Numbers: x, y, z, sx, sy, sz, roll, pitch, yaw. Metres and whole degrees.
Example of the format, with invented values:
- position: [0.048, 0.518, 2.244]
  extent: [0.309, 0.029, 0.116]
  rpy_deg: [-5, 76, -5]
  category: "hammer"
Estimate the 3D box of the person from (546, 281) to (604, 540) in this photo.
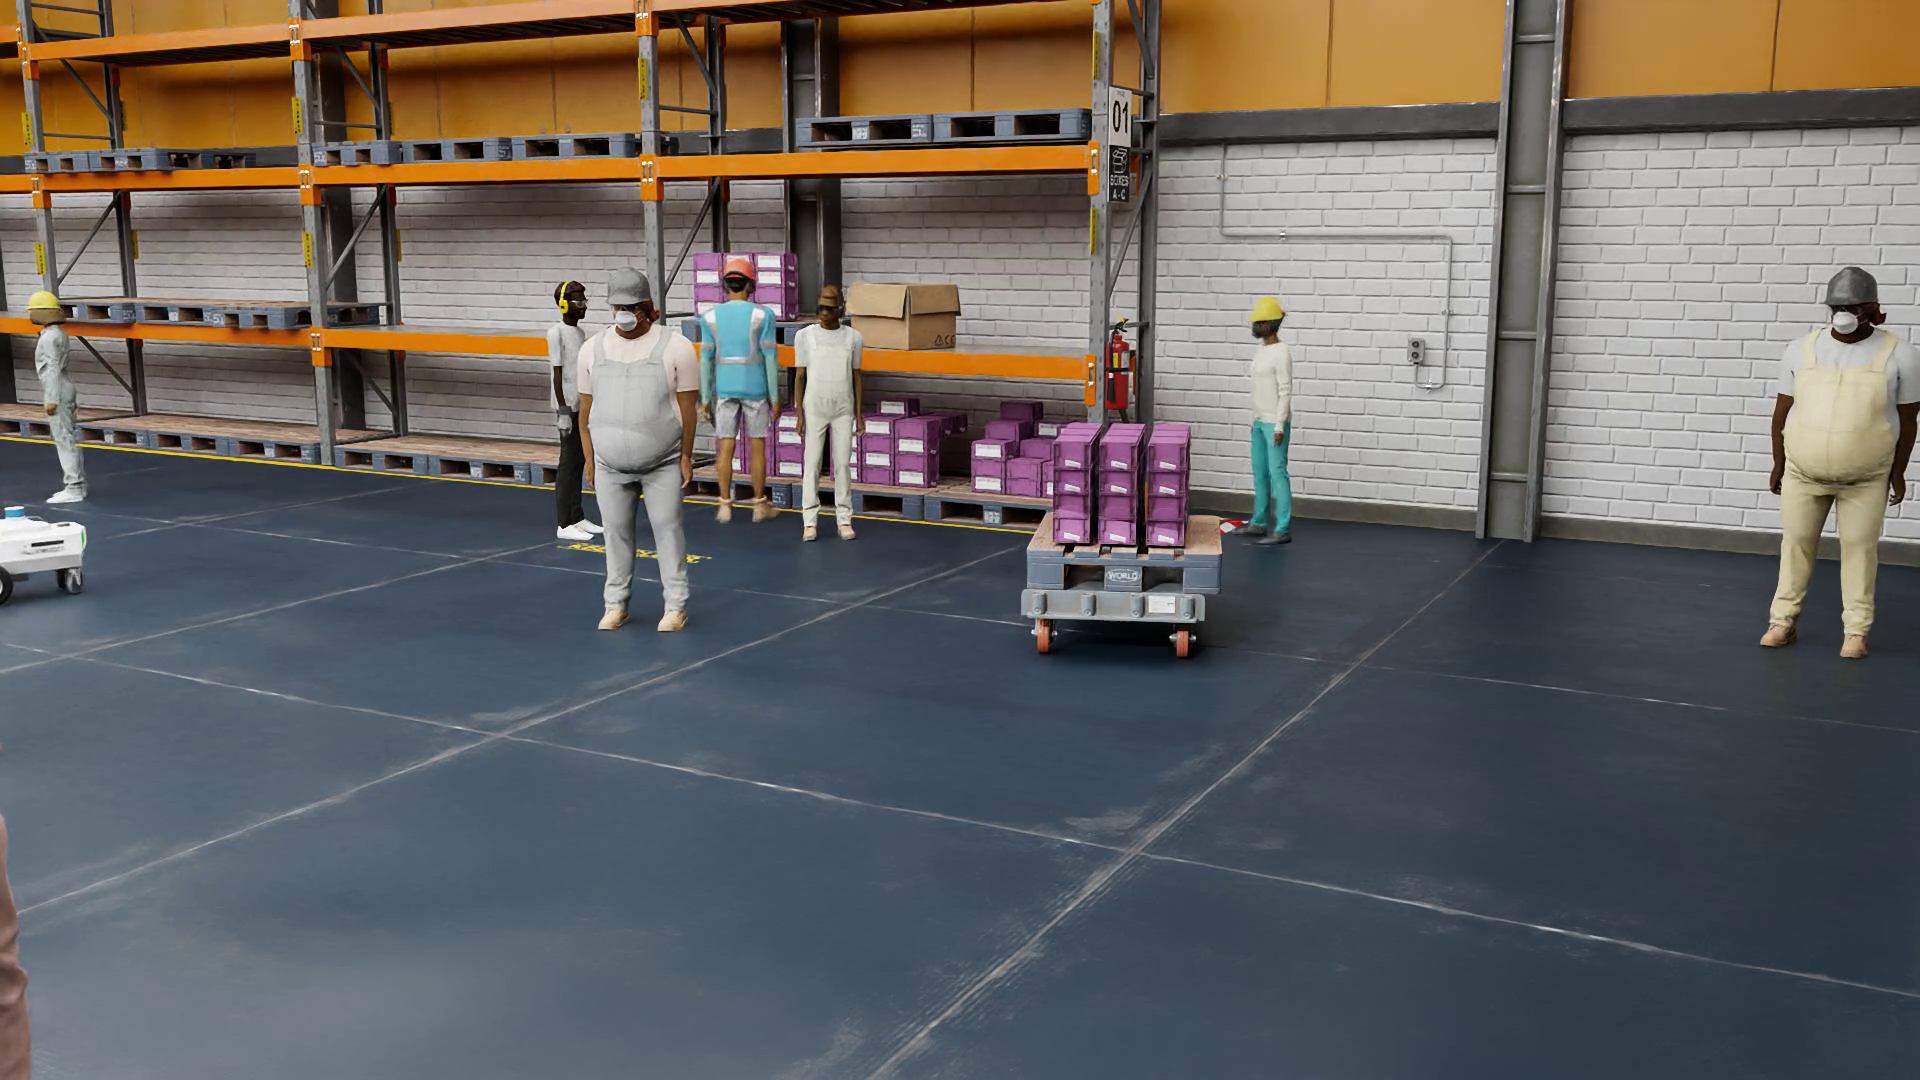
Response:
- position: [-2.797, -0.941, 12.099]
  extent: [0.328, 1.872, 0.513]
  rpy_deg: [1, 10, 8]
  category: "person"

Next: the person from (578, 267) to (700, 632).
- position: [-1.790, -0.495, 9.185]
  extent: [0.683, 2.000, 0.536]
  rpy_deg: [1, 10, 4]
  category: "person"

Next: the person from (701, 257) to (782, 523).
- position: [-1.666, -1.141, 12.751]
  extent: [0.625, 2.035, 0.406]
  rpy_deg: [2, 11, 12]
  category: "person"

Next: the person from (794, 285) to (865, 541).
- position: [-0.940, -0.908, 12.003]
  extent: [0.506, 1.841, 0.346]
  rpy_deg: [-2, 11, -12]
  category: "person"

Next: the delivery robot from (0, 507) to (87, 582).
- position: [-5.693, 0.042, 10.060]
  extent: [0.707, 0.478, 0.477]
  rpy_deg: [-9, 14, -41]
  category: "delivery robot"

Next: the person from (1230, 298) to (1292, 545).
- position: [2.179, -0.845, 11.924]
  extent: [0.379, 1.754, 0.617]
  rpy_deg: [-2, 11, -13]
  category: "person"

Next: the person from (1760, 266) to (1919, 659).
- position: [4.574, -0.401, 8.670]
  extent: [0.684, 2.000, 0.535]
  rpy_deg: [8, 13, 38]
  category: "person"

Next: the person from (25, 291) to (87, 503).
- position: [-7.486, -1.181, 13.763]
  extent: [0.320, 1.742, 0.492]
  rpy_deg: [-3, 11, -18]
  category: "person"
